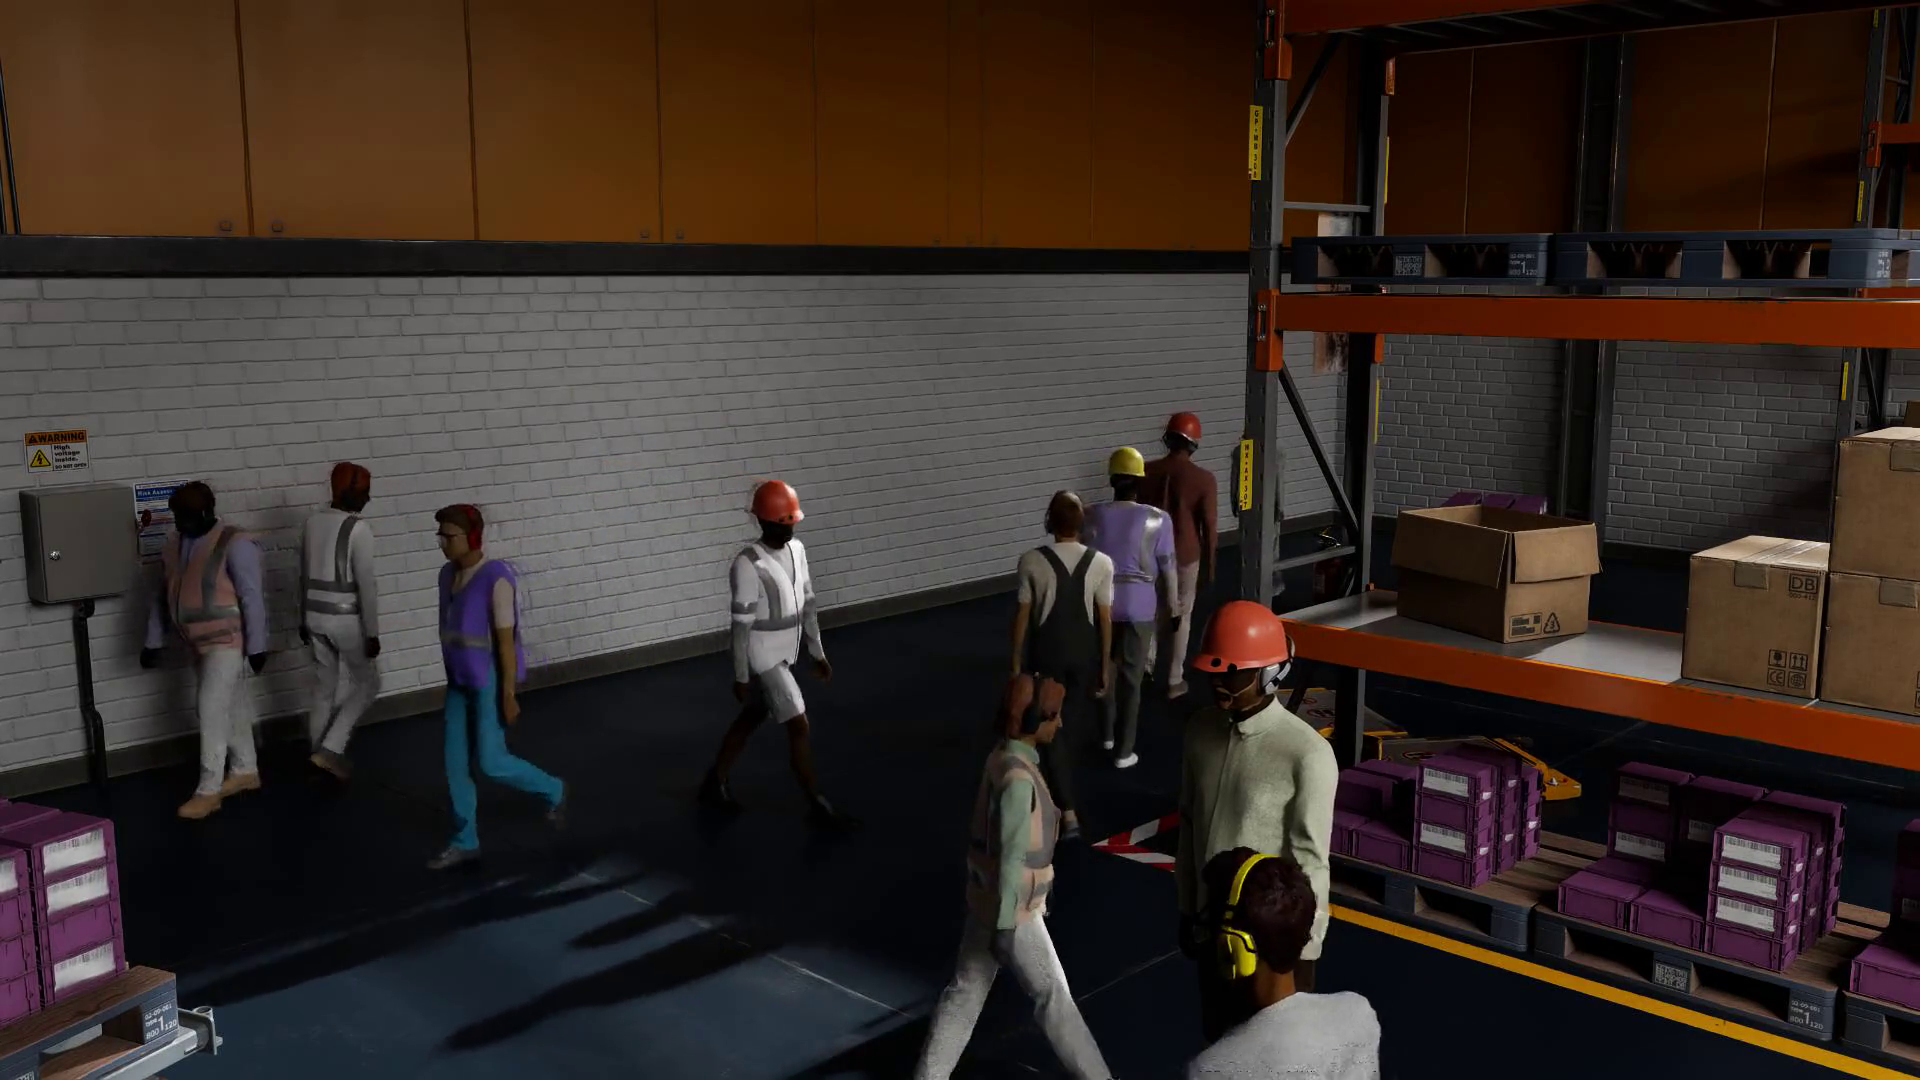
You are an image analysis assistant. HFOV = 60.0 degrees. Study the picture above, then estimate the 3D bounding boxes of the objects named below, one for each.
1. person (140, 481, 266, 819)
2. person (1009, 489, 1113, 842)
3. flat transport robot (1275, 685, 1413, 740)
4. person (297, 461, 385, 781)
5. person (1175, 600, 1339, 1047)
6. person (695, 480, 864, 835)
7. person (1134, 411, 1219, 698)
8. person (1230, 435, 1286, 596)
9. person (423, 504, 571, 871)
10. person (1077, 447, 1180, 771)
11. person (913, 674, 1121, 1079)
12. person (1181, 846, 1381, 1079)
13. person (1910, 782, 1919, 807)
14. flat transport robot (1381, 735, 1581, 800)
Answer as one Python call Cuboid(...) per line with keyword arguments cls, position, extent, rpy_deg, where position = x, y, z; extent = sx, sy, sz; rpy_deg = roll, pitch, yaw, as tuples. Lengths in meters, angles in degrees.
Cuboid(cls="person", position=(-4.142, 0.581, 9.059), extent=(0.661, 1.802, 0.770), rpy_deg=(5, 11, 29))
Cuboid(cls="person", position=(0.546, 0.639, 8.715), extent=(0.517, 1.818, 0.911), rpy_deg=(-2, 9, -12))
Cuboid(cls="flat transport robot", position=(2.218, 1.144, 10.312), extent=(0.652, 0.197, 1.431), rpy_deg=(-2, 9, -10))
Cuboid(cls="person", position=(-3.572, 0.484, 9.503), extent=(0.680, 1.868, 0.432), rpy_deg=(5, 10, 26))
Cuboid(cls="person", position=(0.858, 1.155, 5.018), extent=(0.404, 1.987, 0.608), rpy_deg=(-7, 11, -35))
Cuboid(cls="person", position=(-1.019, 0.599, 8.758), extent=(1.009, 1.880, 0.542), rpy_deg=(4, 10, 21))
Cuboid(cls="person", position=(1.481, 0.103, 11.465), extent=(0.654, 1.975, 0.436), rpy_deg=(5, 11, 30))
Cuboid(cls="person", position=(2.678, -0.326, 14.851), extent=(0.510, 1.717, 0.694), rpy_deg=(4, 10, 23))
Cuboid(cls="person", position=(-2.333, 0.704, 8.270), extent=(0.574, 1.818, 0.703), rpy_deg=(8, 12, 41))
Cuboid(cls="person", position=(1.010, 0.389, 9.953), extent=(0.602, 1.907, 0.717), rpy_deg=(3, 10, 18))
Cuboid(cls="person", position=(0.229, 1.239, 5.682), extent=(0.896, 1.582, 0.526), rpy_deg=(-1, 9, -4))
Cuboid(cls="person", position=(0.571, 1.508, 3.374), extent=(0.530, 1.816, 0.955), rpy_deg=(-7, 12, -39))
Cuboid(cls="person", position=(5.540, 0.564, 8.850), extent=(0.597, 1.939, 0.638), rpy_deg=(8, 12, 40))
Cuboid(cls="flat transport robot", position=(2.669, 1.299, 9.356), extent=(1.431, 0.197, 0.652), rpy_deg=(-2, 9, -10))
